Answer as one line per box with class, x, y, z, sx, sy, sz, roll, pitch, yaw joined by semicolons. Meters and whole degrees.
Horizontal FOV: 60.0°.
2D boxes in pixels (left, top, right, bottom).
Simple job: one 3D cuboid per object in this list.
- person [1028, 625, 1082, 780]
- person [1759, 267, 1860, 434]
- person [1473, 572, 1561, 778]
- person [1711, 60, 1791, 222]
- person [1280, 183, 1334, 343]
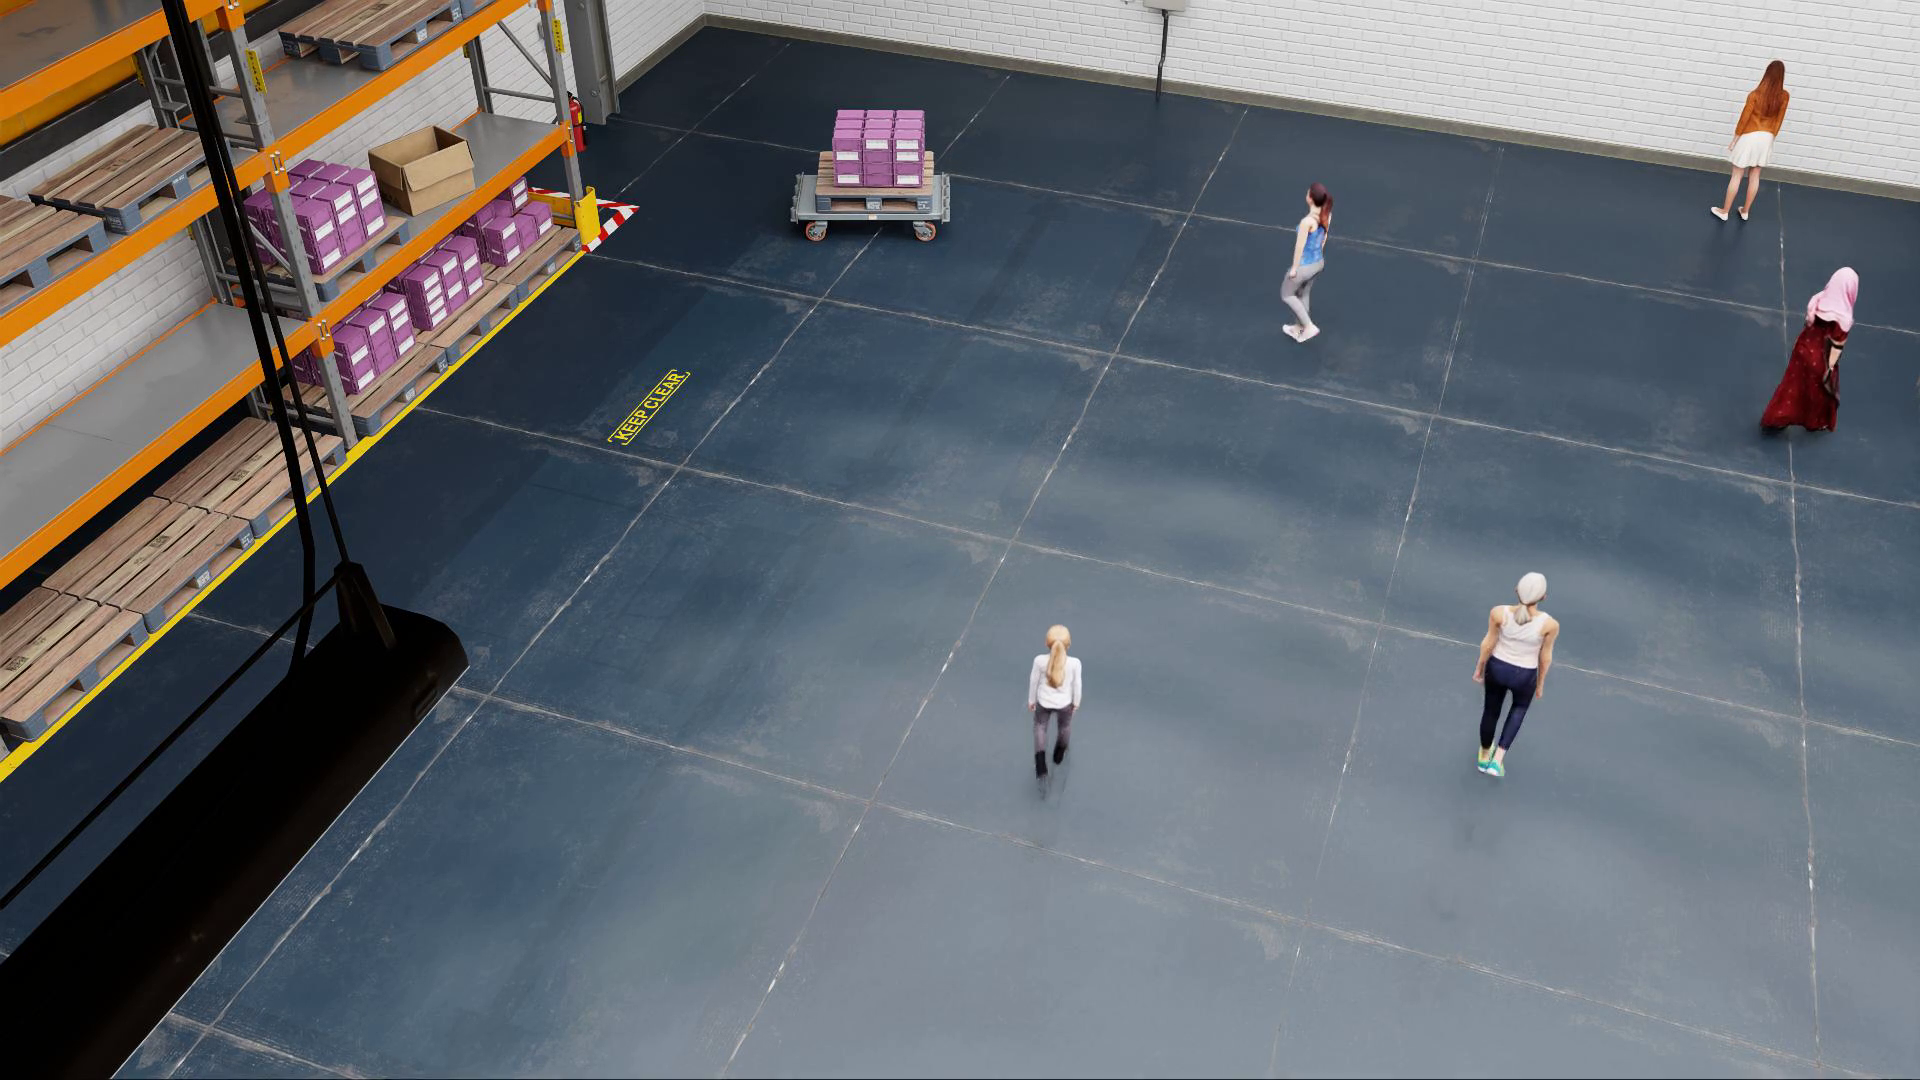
person;0.622;1.096;11.074;0.583;1.272;0.778;5;39;6
person;7.231;-1.571;14.135;1.021;1.619;1.007;-10;40;-12
person;3.598;0.953;10.913;0.631;1.697;0.720;16;41;19
person;8.256;-4.137;17.266;0.686;1.723;0.683;-1;39;-1
person;3.236;-2.501;15.318;0.760;1.598;0.798;-29;47;-31
